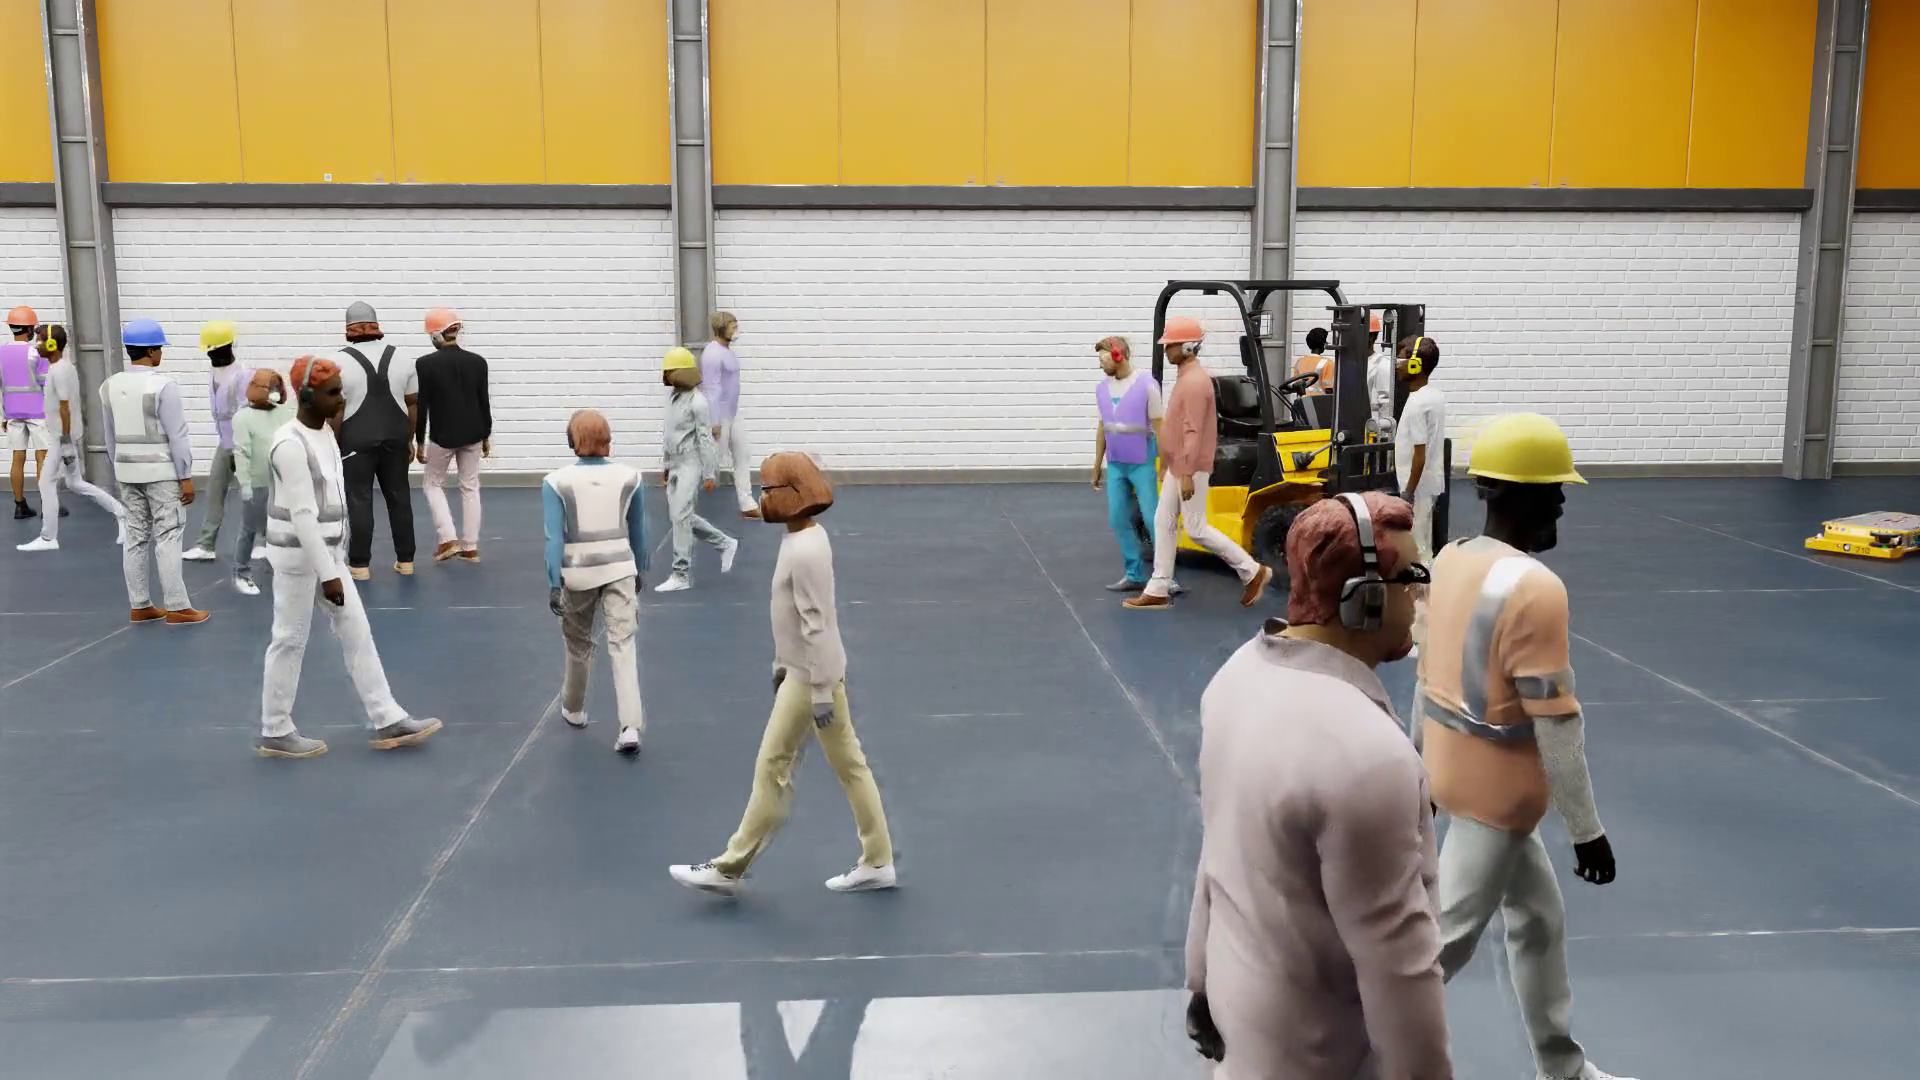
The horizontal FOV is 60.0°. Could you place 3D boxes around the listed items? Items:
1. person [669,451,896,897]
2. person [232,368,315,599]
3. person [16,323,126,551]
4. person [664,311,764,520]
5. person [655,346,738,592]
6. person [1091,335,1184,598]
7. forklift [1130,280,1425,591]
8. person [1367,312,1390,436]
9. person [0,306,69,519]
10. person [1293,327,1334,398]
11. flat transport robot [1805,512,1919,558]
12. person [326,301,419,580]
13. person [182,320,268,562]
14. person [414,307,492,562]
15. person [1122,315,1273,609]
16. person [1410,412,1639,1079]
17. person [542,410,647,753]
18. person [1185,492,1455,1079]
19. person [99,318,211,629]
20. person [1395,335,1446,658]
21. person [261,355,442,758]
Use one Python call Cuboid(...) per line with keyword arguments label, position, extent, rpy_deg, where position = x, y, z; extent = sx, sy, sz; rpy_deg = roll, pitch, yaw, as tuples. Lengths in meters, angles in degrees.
Cuboid(label="person", position=(-0.623, 0.485, 5.872), extent=(0.856, 1.589, 0.518), rpy_deg=(0, 9, -2))
Cuboid(label="person", position=(-4.728, -0.381, 11.370), extent=(0.877, 1.583, 0.511), rpy_deg=(6, 11, 35))
Cuboid(label="person", position=(-7.183, -0.835, 13.451), extent=(0.842, 1.841, 0.518), rpy_deg=(-3, 10, -20))
Cuboid(label="person", position=(-2.203, -1.111, 14.991), extent=(0.935, 1.909, 0.636), rpy_deg=(2, 9, 10))
Cuboid(label="person", position=(-1.874, -0.514, 11.761), extent=(0.658, 1.720, 0.490), rpy_deg=(-7, 11, -37))
Cuboid(label="person", position=(1.241, -0.509, 11.511), extent=(0.404, 1.800, 0.754), rpy_deg=(-9, 13, -44))
Cuboid(label="forklift", position=(2.301, -0.860, 12.475), extent=(1.214, 2.155, 2.313), rpy_deg=(-6, 11, -35))
Cuboid(label="person", position=(3.162, -0.834, 13.116), extent=(0.361, 1.938, 0.546), rpy_deg=(-5, 10, -26))
Cuboid(label="person", position=(-8.445, -1.150, 15.099), extent=(0.552, 1.937, 0.356), rpy_deg=(0, 9, 2))
Cuboid(label="person", position=(3.582, -1.303, 16.840), extent=(0.320, 1.694, 0.531), rpy_deg=(-5, 10, -30))
Cuboid(label="flat transport robot", position=(7.503, -0.054, 13.438), extent=(1.431, 0.197, 0.652), rpy_deg=(-7, 11, -37))
Cuboid(label="person", position=(-4.333, -0.737, 12.185), extent=(0.674, 2.000, 0.535), rpy_deg=(-7, 12, -39))
Cuboid(label="person", position=(-5.631, -0.737, 12.723), extent=(0.667, 1.864, 0.888), rpy_deg=(7, 11, 38))
Cuboid(label="person", position=(-3.869, -0.790, 12.734), extent=(0.658, 1.978, 0.414), rpy_deg=(-7, 12, -39))
Cuboid(label="person", position=(1.568, -0.489, 10.884), extent=(0.900, 1.965, 0.619), rpy_deg=(0, 9, -1))
Cuboid(label="person", position=(1.318, 0.614, 4.225), extent=(0.988, 1.883, 0.590), rpy_deg=(0, 9, -2))
Cuboid(label="person", position=(-1.700, 0.182, 7.844), extent=(0.515, 1.589, 0.930), rpy_deg=(-4, 10, -24))
Cuboid(label="person", position=(0.622, 0.837, 2.903), extent=(1.012, 1.856, 0.667), rpy_deg=(-1, 9, -6))
Cuboid(label="person", position=(-5.066, -0.411, 10.431), extent=(0.605, 1.949, 0.384), rpy_deg=(3, 10, 18))
Cuboid(label="person", position=(2.633, -0.249, 9.651), extent=(0.327, 1.874, 0.519), rpy_deg=(5, 10, 27))
Cuboid(label="person", position=(-2.826, 0.098, 7.537), extent=(0.892, 1.844, 0.601), rpy_deg=(0, 9, 1))
